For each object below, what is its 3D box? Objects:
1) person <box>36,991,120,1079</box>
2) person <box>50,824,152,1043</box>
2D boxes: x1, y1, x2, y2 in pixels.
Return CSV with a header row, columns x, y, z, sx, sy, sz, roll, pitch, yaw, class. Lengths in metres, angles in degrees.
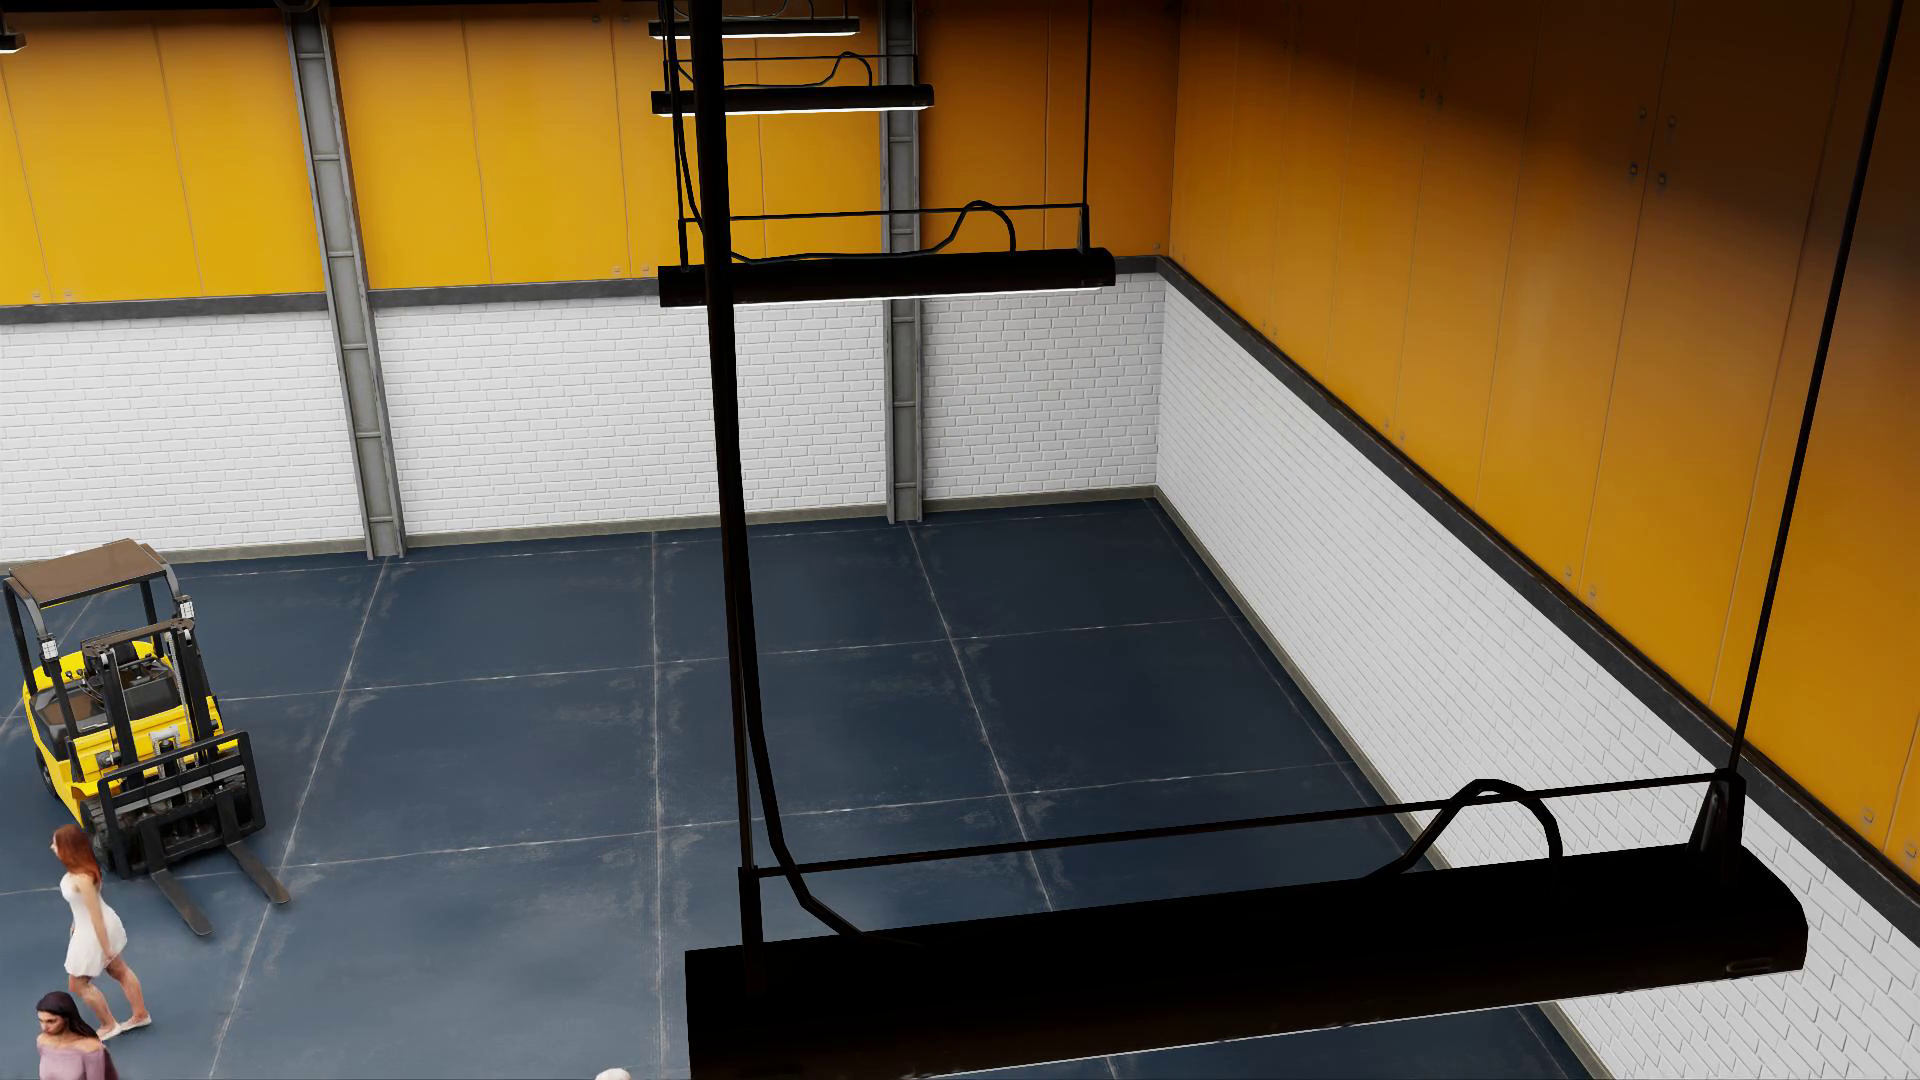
x,y,z,sx,sy,sz,roll,pitch,yaw,class
-4.990,3.307,9.672,0.861,1.785,0.845,3,24,7,person
-5.772,2.640,11.308,0.712,1.697,0.640,-9,25,-20,person
